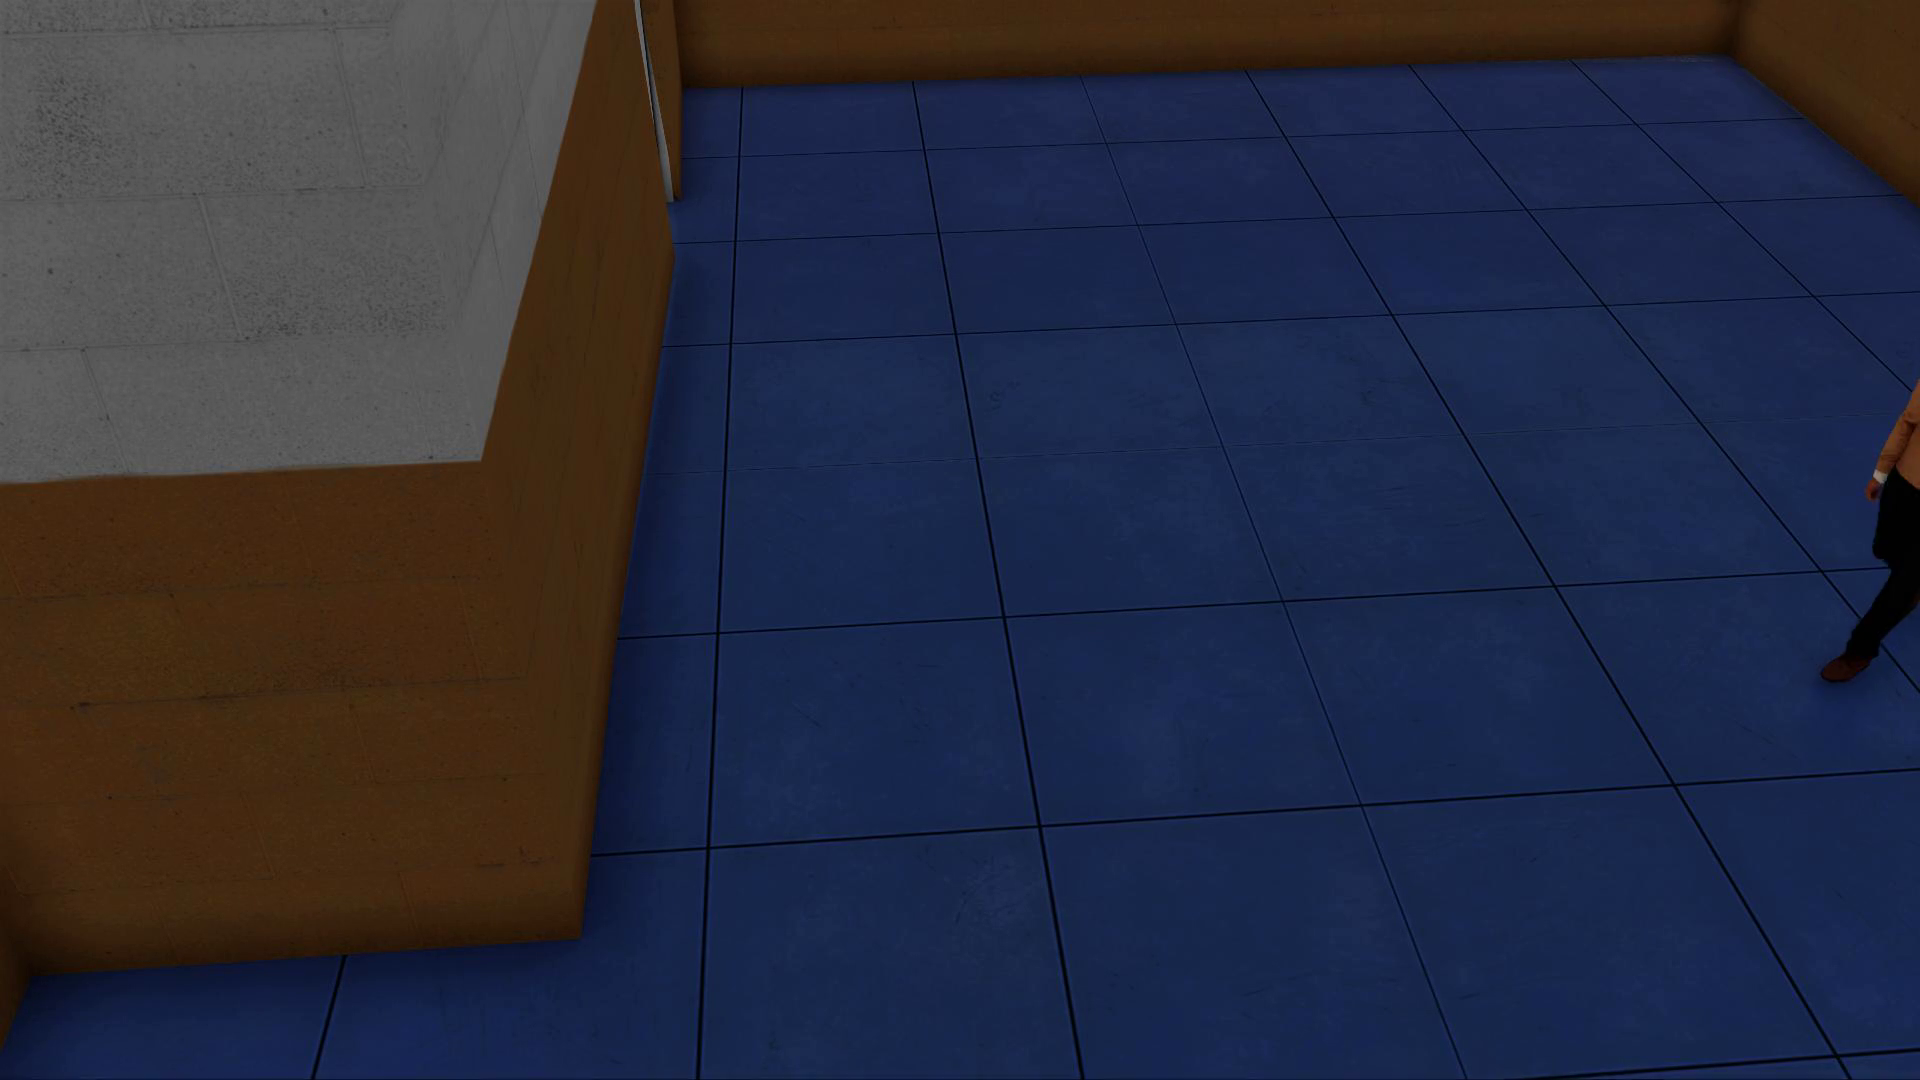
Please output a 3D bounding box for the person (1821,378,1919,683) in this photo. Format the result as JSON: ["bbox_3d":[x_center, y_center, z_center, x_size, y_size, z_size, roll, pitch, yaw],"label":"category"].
[{"bbox_3d":[4.205,-0.220,7.122,1.219,1.731,0.992,-22,42,-26],"label":"person"}]
